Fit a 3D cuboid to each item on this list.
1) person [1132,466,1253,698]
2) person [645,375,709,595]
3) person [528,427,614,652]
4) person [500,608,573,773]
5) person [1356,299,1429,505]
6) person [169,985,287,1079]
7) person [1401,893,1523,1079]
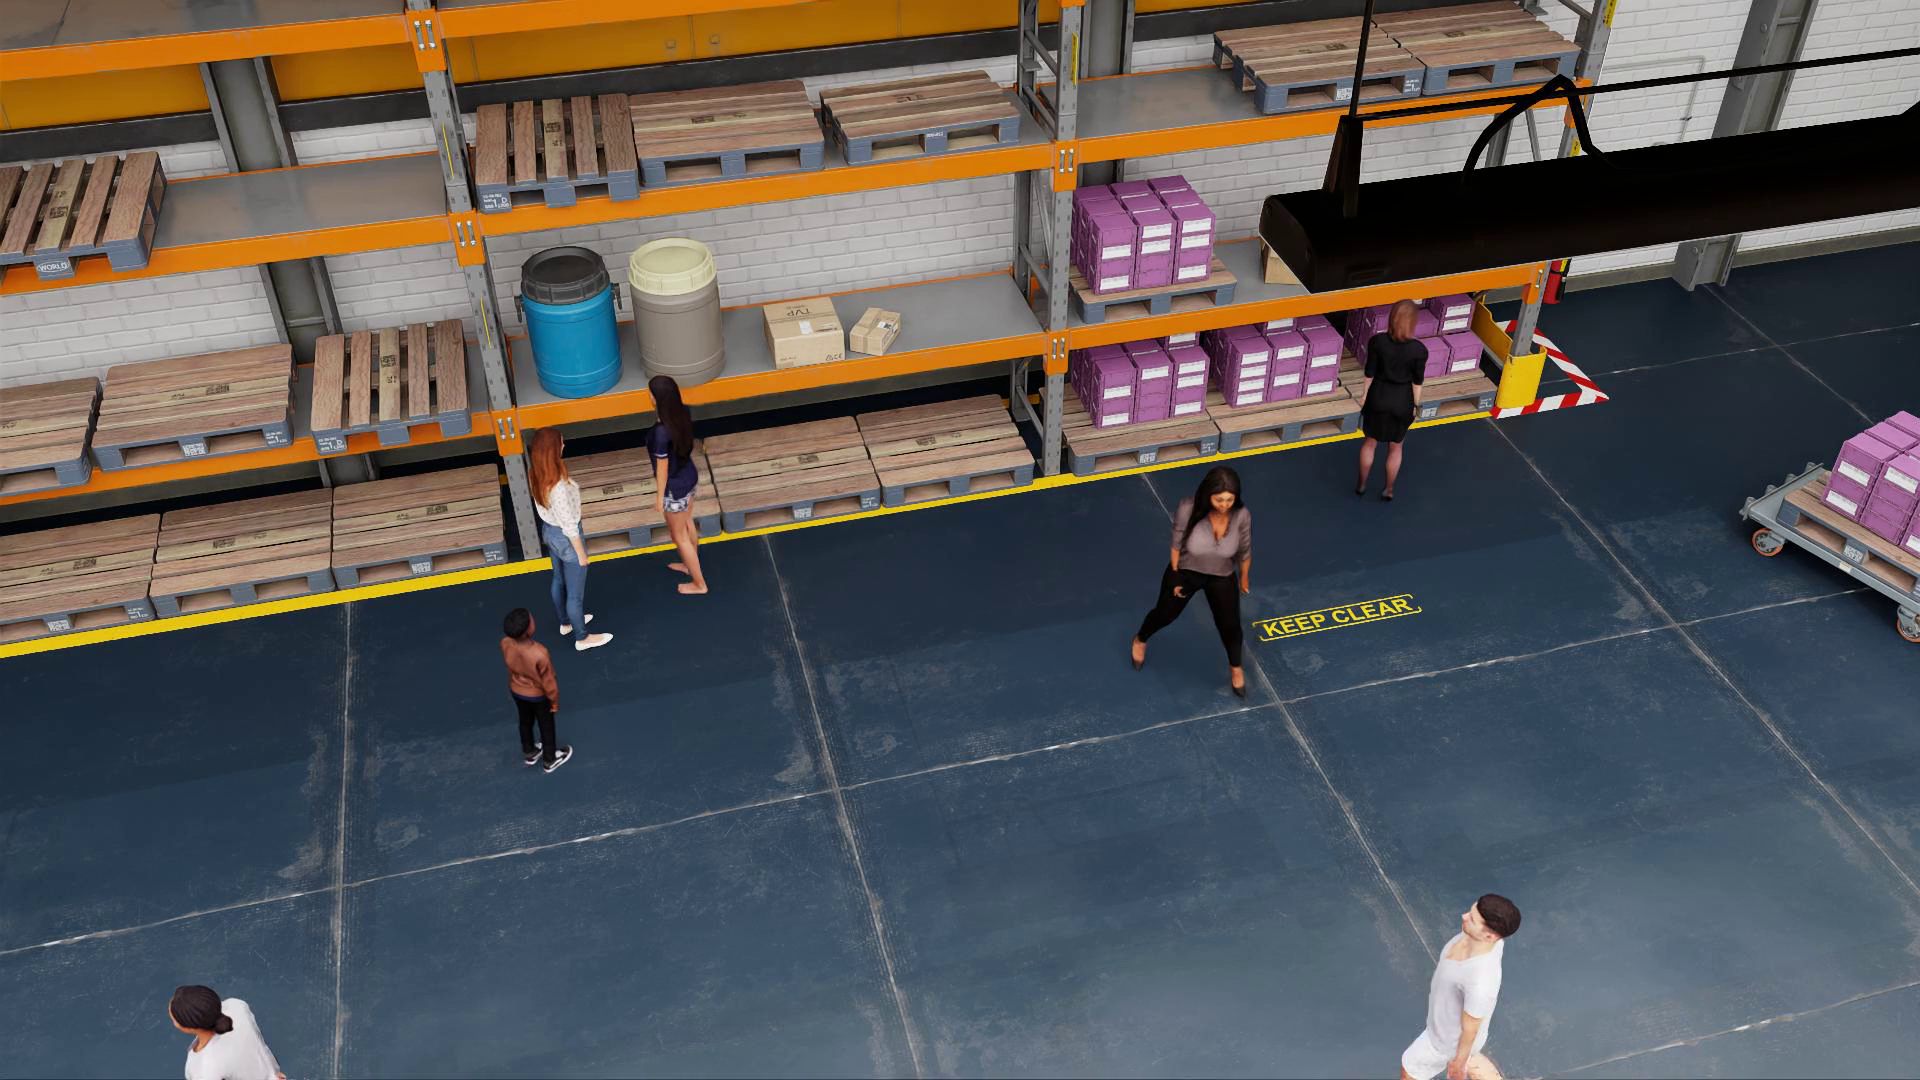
[{"bbox_3d":[1.593,0.255,10.641,0.822,1.804,1.045,0,39,0],"label":"person"},{"bbox_3d":[-1.921,-0.369,11.451,0.785,1.768,0.727,13,40,16],"label":"person"},{"bbox_3d":[-2.640,-0.010,11.036,0.632,1.726,0.645,-26,45,-29],"label":"person"},{"bbox_3d":[-2.647,0.923,10.246,0.570,1.253,0.644,16,41,19],"label":"person"},{"bbox_3d":[3.177,-1.010,12.306,0.636,1.703,0.719,15,41,18],"label":"person"},{"bbox_3d":[-3.210,2.650,7.728,1.133,1.696,0.814,-1,39,-1],"label":"person"},{"bbox_3d":[2.482,2.334,8.012,1.221,1.837,1.078,12,40,15],"label":"person"}]
